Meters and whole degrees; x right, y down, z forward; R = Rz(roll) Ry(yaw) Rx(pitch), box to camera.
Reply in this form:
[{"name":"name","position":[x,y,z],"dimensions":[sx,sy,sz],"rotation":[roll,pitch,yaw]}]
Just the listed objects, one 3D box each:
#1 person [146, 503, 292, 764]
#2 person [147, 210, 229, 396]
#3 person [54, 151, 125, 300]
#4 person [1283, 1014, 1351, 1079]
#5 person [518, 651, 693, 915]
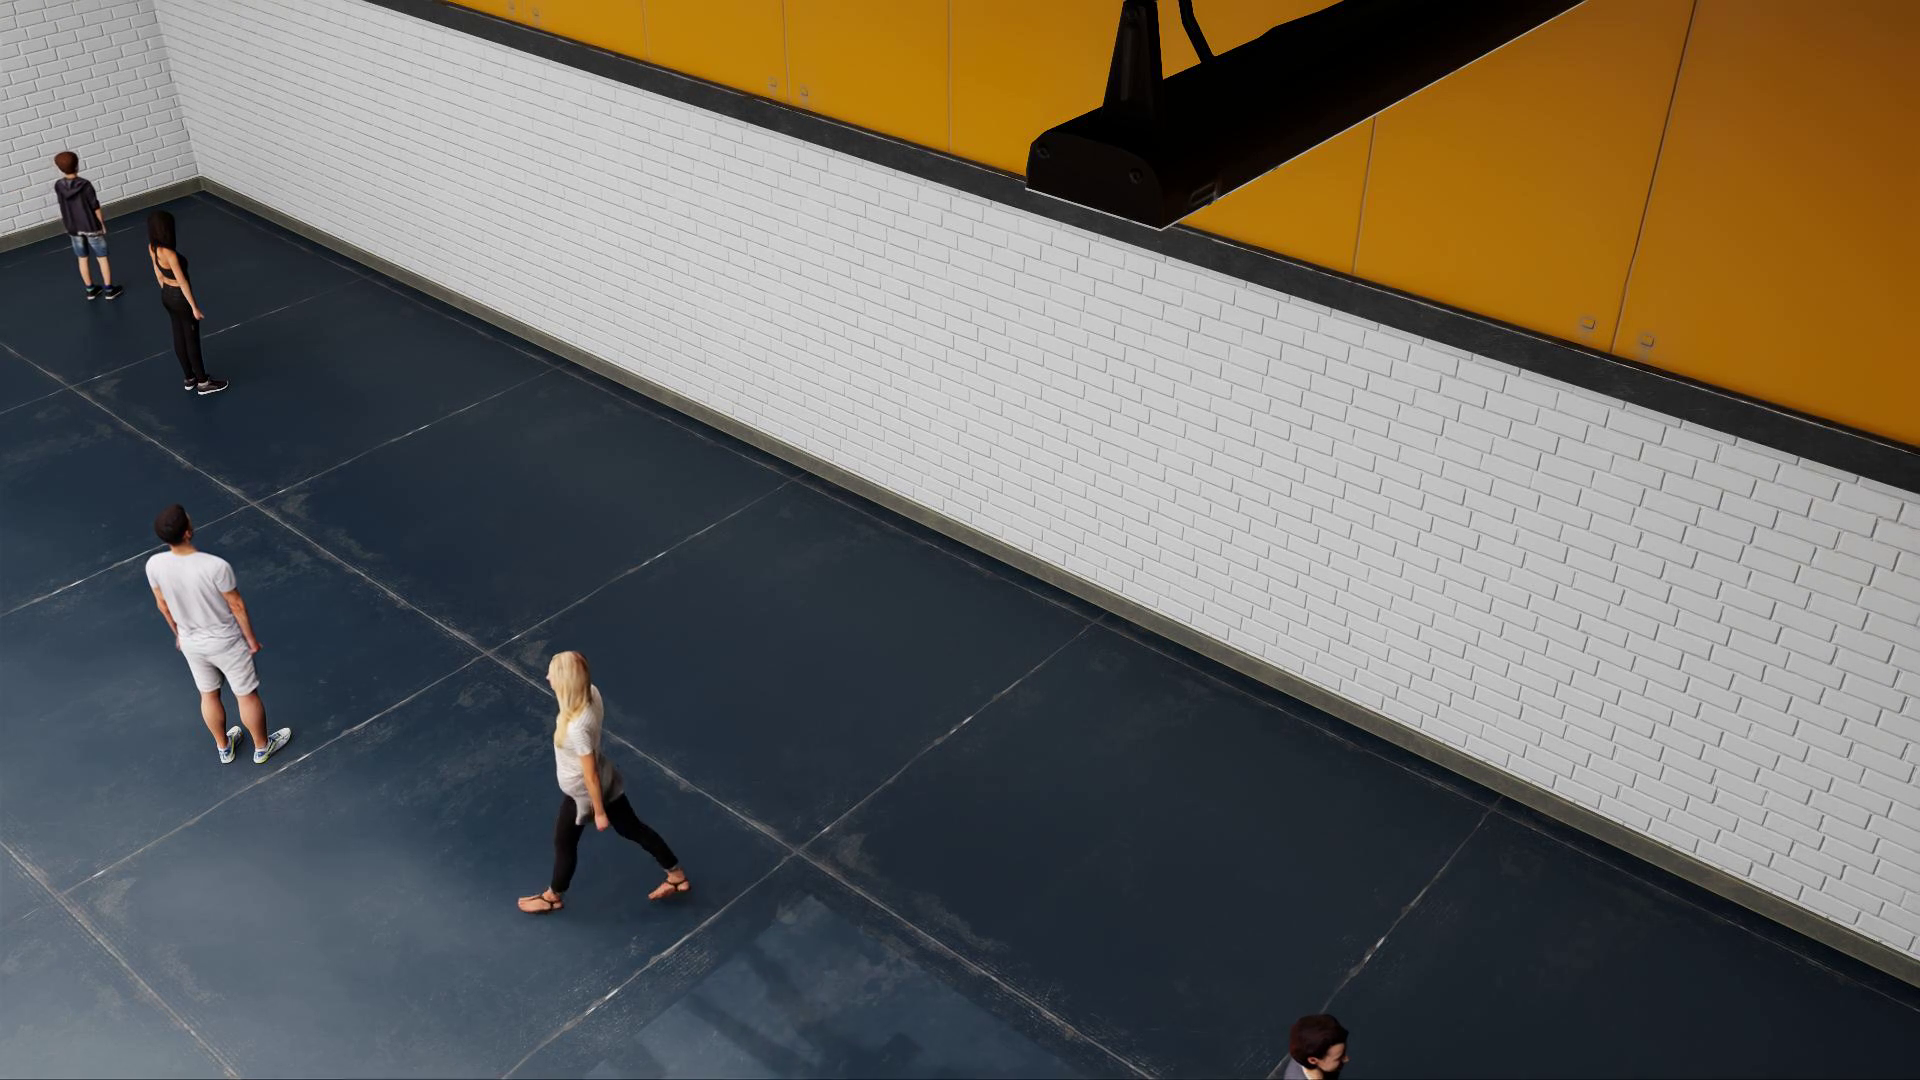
[{"name":"person","position":[-4.546,0.585,10.098],"dimensions":[0.770,1.856,0.788],"rotation":[2,34,4]},{"name":"person","position":[-6.689,-2.033,14.232],"dimensions":[0.572,1.640,0.500],"rotation":[22,40,30]},{"name":"person","position":[-8.358,-2.997,15.858],"dimensions":[0.618,1.445,0.669],"rotation":[-1,34,-1]},{"name":"person","position":[1.431,2.650,7.070],"dimensions":[0.747,1.768,0.607],"rotation":[8,34,12]},{"name":"person","position":[-1.893,1.348,9.023],"dimensions":[1.209,1.776,1.165],"rotation":[-3,34,-4]}]
